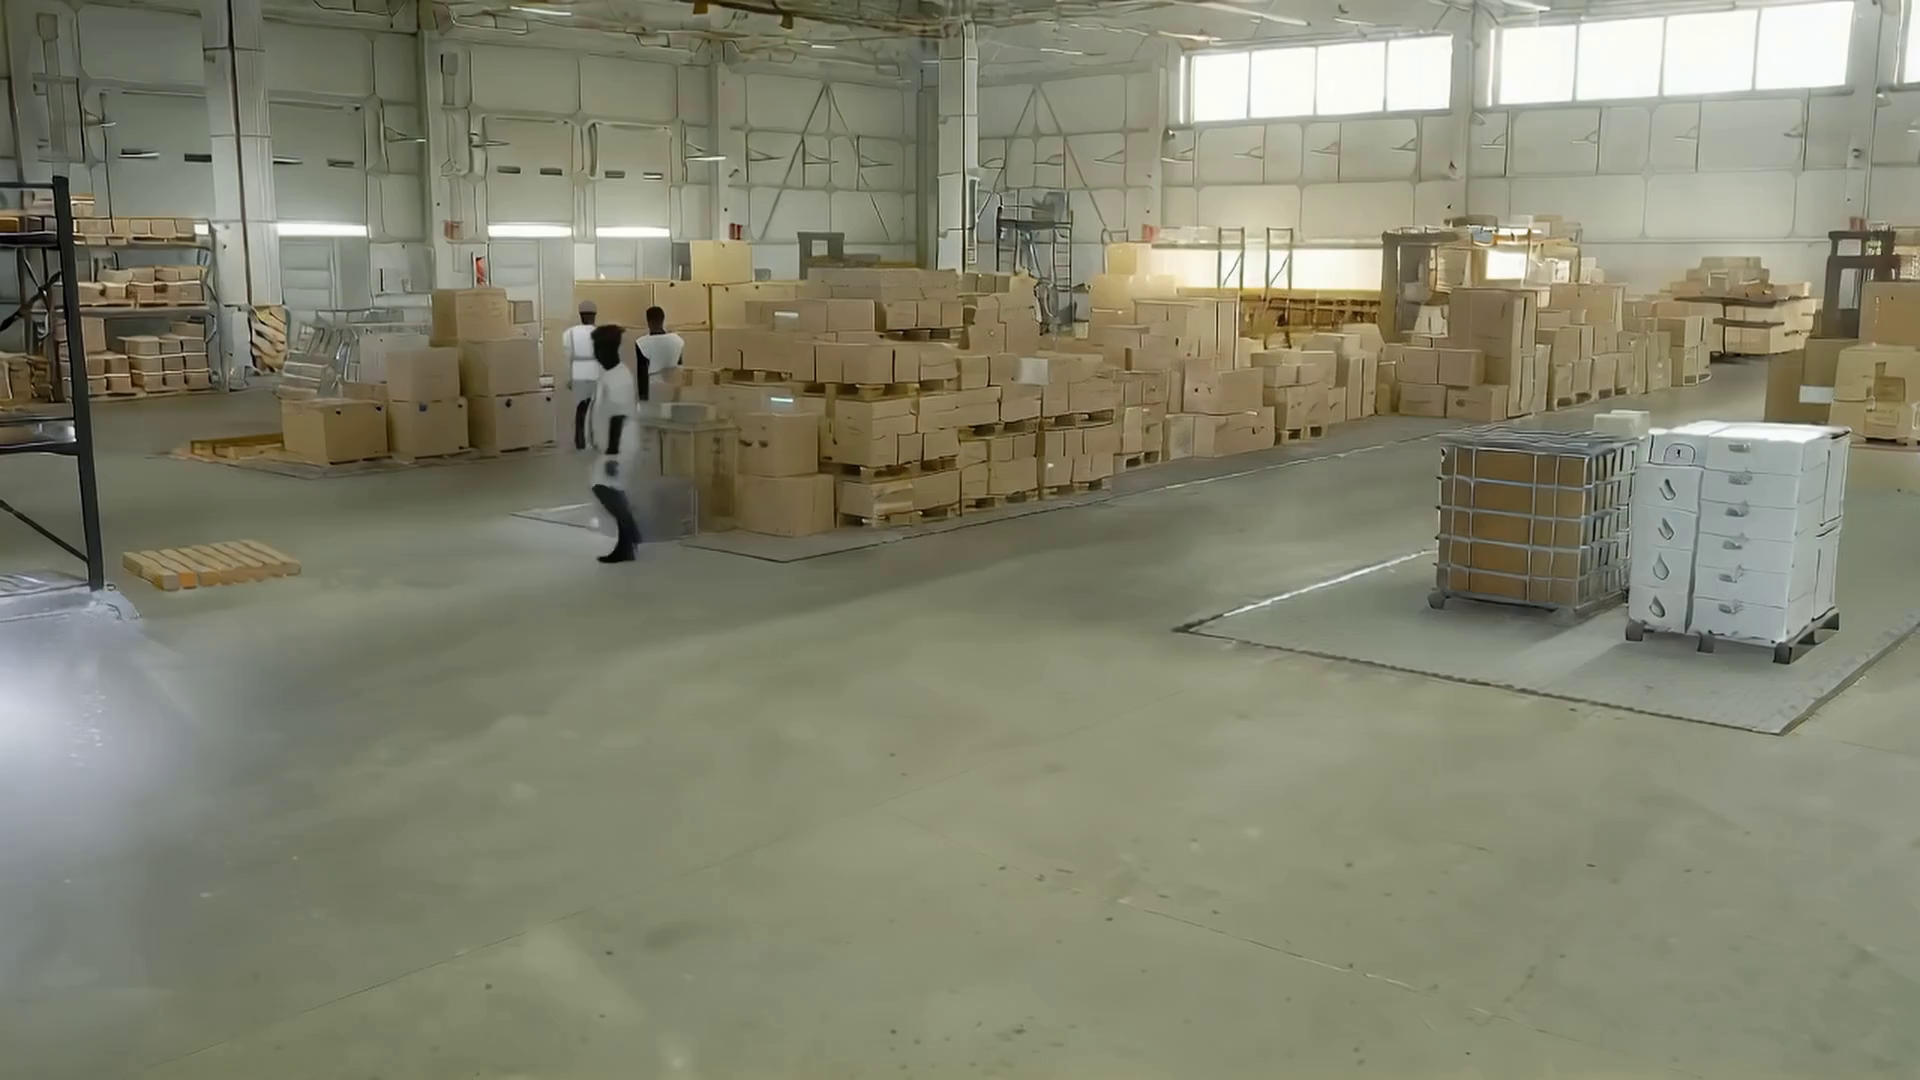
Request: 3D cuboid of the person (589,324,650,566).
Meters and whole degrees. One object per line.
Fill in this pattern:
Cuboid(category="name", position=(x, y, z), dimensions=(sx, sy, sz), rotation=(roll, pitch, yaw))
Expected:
Cuboid(category="person", position=(-2.775, -0.751, 13.340), dimensions=(0.410, 1.945, 0.606), rotation=(-4, 11, -20))

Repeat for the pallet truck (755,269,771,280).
Cuboid(category="pallet truck", position=(-4.996, -6.432, 45.525), dimensions=(1.885, 1.965, 0.823), rotation=(-6, 12, -32))

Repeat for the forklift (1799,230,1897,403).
Cuboid(category="forklift", position=(14.581, -3.636, 27.091), dimensions=(1.129, 2.768, 1.873), rotation=(8, 13, 40))

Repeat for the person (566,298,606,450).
Cuboid(category="person", position=(-4.677, -2.065, 20.878), dimensions=(0.563, 1.924, 0.602), rotation=(2, 10, 9))

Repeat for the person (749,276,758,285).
Cuboid(category="person", position=(-4.702, -5.017, 37.685), dimensions=(0.644, 1.920, 0.512), rotation=(9, 13, 42))

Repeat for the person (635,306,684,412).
Cuboid(category="person", position=(-3.275, -1.596, 18.225), dimensions=(0.587, 1.916, 0.390), rotation=(-8, 13, -40))

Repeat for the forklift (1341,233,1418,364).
Cuboid(category="forklift", position=(8.358, -4.466, 31.817), dimensions=(1.873, 2.768, 1.129), rotation=(8, 13, 40))

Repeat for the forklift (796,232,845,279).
Cuboid(category="forklift", position=(-2.553, -4.254, 30.612), dimensions=(1.873, 2.768, 1.129), rotation=(8, 13, 40))
